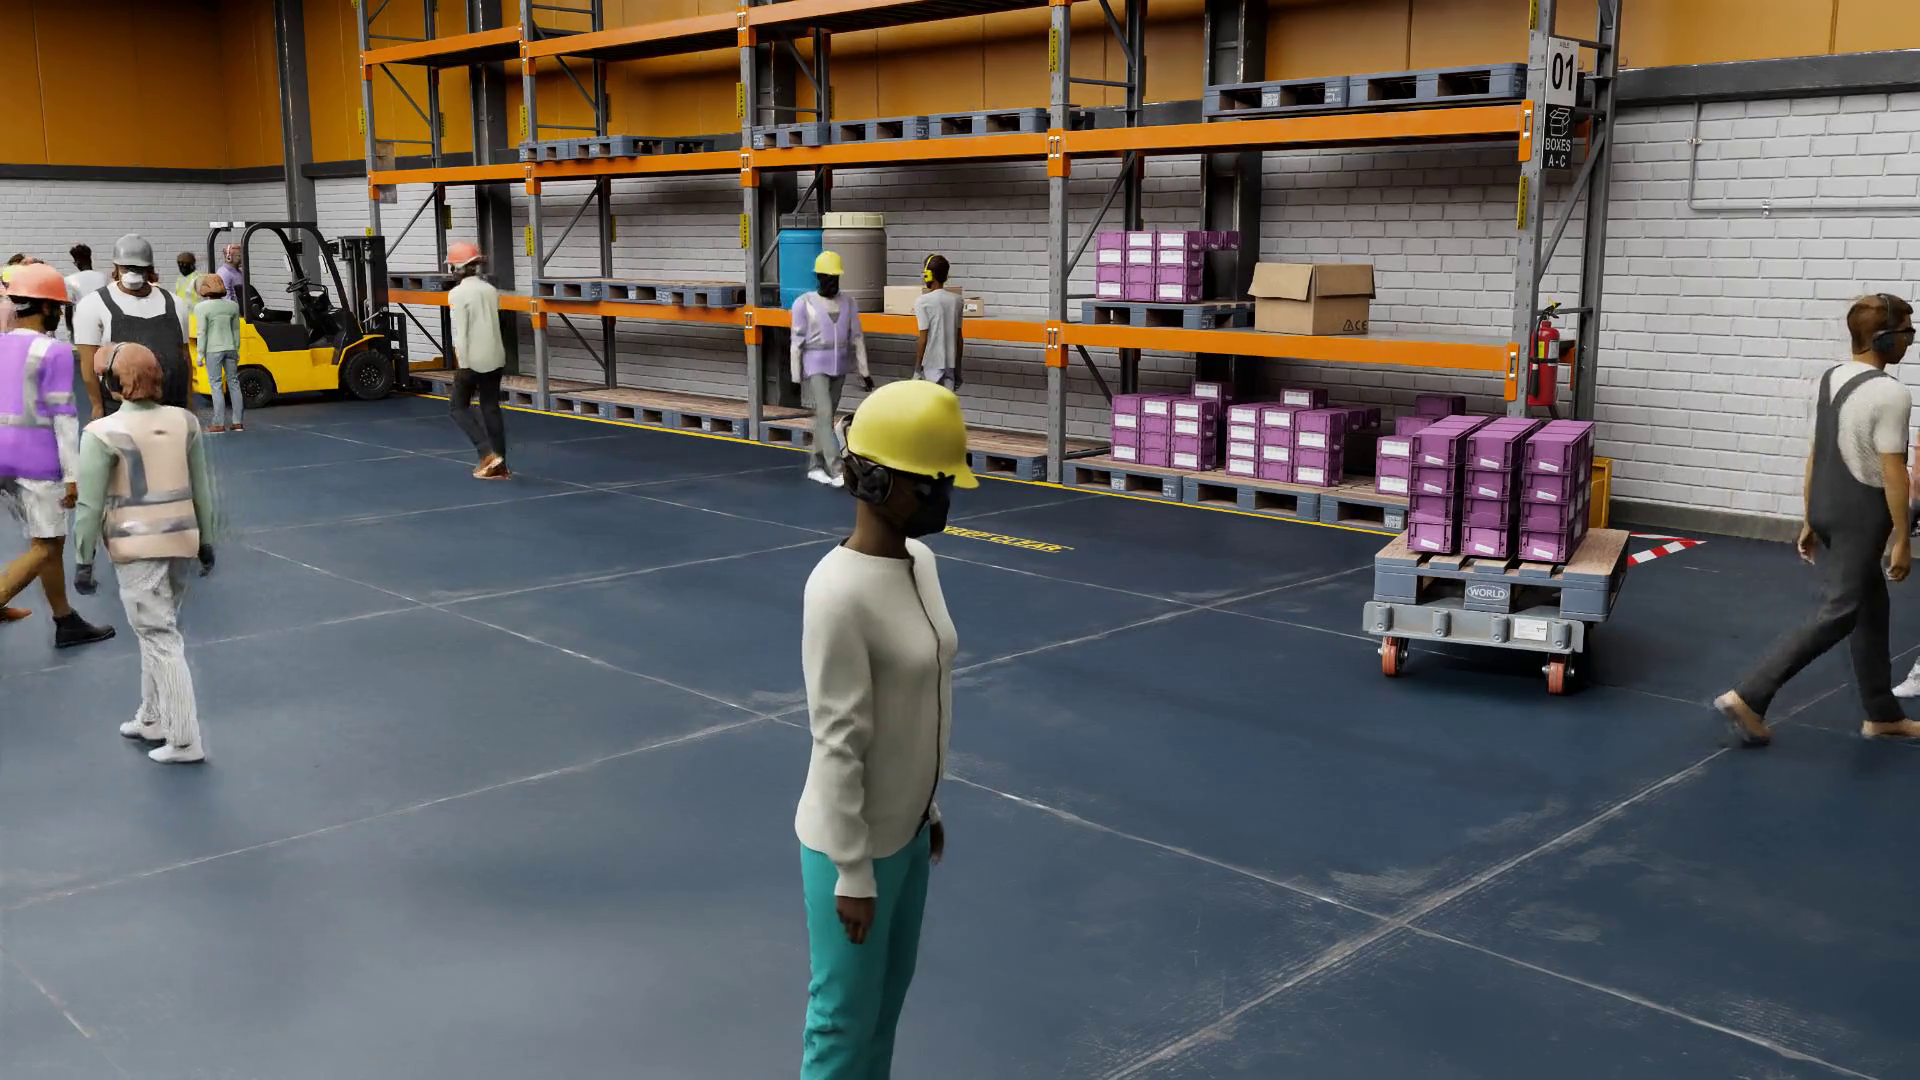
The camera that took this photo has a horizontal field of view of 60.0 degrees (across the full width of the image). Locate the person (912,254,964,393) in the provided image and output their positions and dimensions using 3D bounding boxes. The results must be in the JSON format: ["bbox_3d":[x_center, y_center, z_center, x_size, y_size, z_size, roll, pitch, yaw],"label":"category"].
[{"bbox_3d":[-0.191,-1.386,13.576,0.534,1.866,0.315,-9,14,-42],"label":"person"}]

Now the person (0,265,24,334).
[{"bbox_3d":[-8.706,-1.664,15.402,0.401,1.750,0.540,-2,11,-12],"label":"person"}]

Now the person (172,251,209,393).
[{"bbox_3d":[-9.779,-2.757,21.188,0.673,1.819,0.440,8,13,38],"label":"person"}]

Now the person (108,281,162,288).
[{"bbox_3d":[-8.596,-2.106,17.403,0.548,1.913,0.786,-5,11,-24],"label":"person"}]

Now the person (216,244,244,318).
[{"bbox_3d":[-9.123,-2.767,20.997,0.400,1.910,0.643,-1,10,-6],"label":"person"}]

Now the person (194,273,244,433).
[{"bbox_3d":[-7.611,-1.913,17.086,0.286,1.633,0.499,6,12,29],"label":"person"}]

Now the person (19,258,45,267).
[{"bbox_3d":[-9.253,-1.854,16.307,0.718,1.811,0.573,-6,12,-29],"label":"person"}]

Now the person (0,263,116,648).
[{"bbox_3d":[-4.473,-0.351,7.890,0.571,1.902,0.805,5,12,26],"label":"person"}]

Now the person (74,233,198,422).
[{"bbox_3d":[-5.088,-0.892,10.407,0.535,2.000,0.684,9,14,42],"label":"person"}]

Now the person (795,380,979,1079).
[{"bbox_3d":[-0.132,0.570,3.210,0.338,1.759,0.524,3,11,17],"label":"person"}]

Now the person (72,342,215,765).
[{"bbox_3d":[-3.189,0.054,6.378,0.674,1.614,0.540,4,11,20],"label":"person"}]

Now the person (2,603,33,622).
[{"bbox_3d":[-5.099,-0.416,8.340,0.603,1.872,0.739,9,13,39],"label":"person"}]

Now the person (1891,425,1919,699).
[{"bbox_3d":[4.459,-0.113,7.333,0.746,1.610,0.526,-3,11,-16],"label":"person"}]

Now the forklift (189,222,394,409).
[{"bbox_3d":[-8.169,-2.758,20.163,2.313,2.155,1.214,-10,14,-44],"label":"forklift"}]

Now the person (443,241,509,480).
[{"bbox_3d":[-3.981,-1.458,13.678,0.476,1.977,0.606,5,12,26],"label":"person"}]

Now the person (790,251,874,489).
[{"bbox_3d":[-1.001,-1.352,13.321,0.610,1.884,0.916,-8,13,-38],"label":"person"}]

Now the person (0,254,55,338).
[{"bbox_3d":[-9.743,-2.063,17.391,0.512,1.818,0.992,-6,12,-29],"label":"person"}]

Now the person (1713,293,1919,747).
[{"bbox_3d":[3.451,-0.060,6.513,0.916,1.813,0.521,0,10,-2],"label":"person"}]

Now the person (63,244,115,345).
[{"bbox_3d":[-10.293,-2.555,19.821,0.624,1.928,0.865,-10,14,-43],"label":"person"}]
